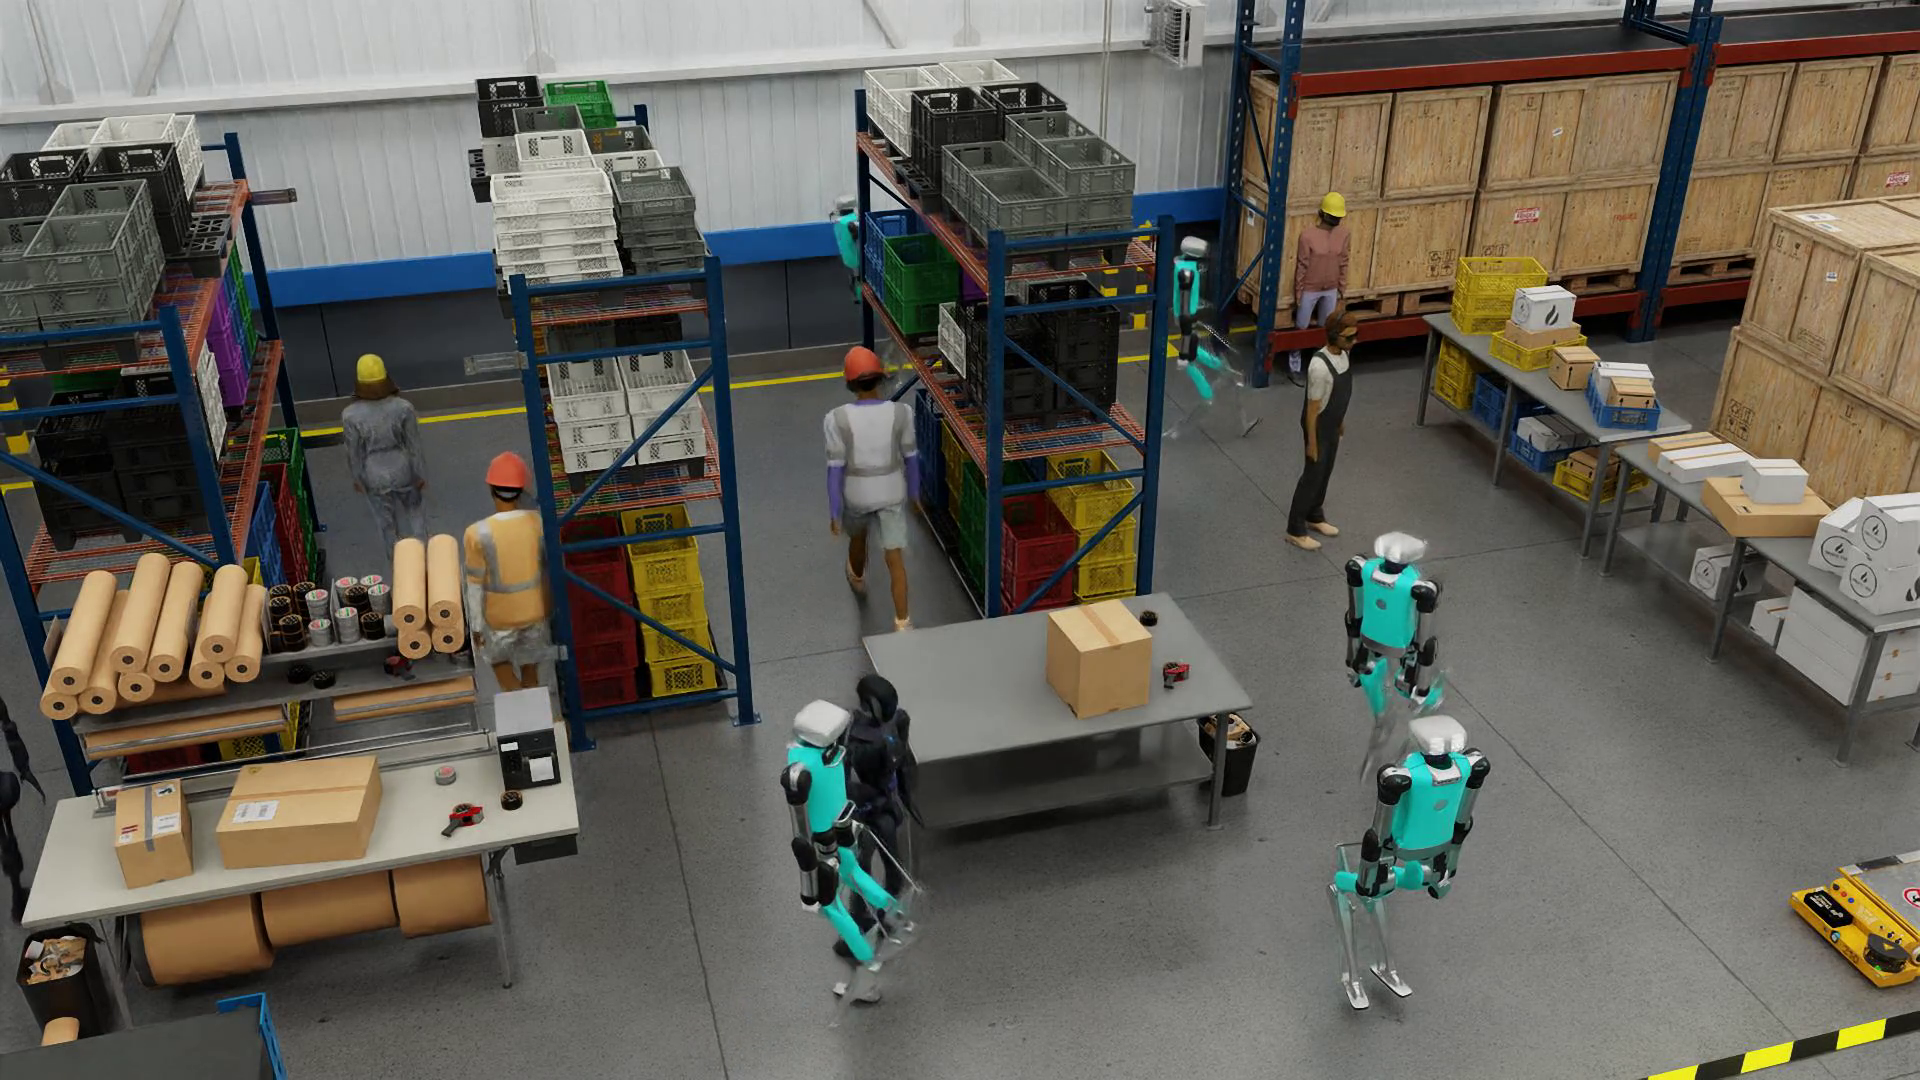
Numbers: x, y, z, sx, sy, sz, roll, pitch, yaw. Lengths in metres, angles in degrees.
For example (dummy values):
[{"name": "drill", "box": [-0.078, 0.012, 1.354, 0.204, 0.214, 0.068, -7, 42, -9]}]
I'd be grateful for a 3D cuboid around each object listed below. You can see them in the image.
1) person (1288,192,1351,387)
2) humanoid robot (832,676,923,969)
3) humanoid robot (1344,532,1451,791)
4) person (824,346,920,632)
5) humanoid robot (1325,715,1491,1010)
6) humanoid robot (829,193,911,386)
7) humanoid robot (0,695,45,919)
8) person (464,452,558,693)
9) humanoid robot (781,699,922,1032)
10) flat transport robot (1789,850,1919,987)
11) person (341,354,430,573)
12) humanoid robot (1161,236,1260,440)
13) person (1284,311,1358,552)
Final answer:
[{"name": "person", "box": [3.174, -2.204, 14.626, 0.522, 1.761, 0.336, -10, 30, -17]}, {"name": "humanoid robot", "box": [-0.434, 1.367, 8.209, 0.336, 1.643, 0.595, 18, 34, 29]}, {"name": "humanoid robot", "box": [2.508, 0.692, 9.408, 0.536, 1.800, 0.802, 24, 37, 37]}, {"name": "person", "box": [-0.567, -0.309, 10.982, 0.626, 1.964, 1.181, -4, 29, -8]}, {"name": "humanoid robot", "box": [2.029, 1.438, 7.880, 0.533, 1.677, 0.735, -8, 30, -15]}, {"name": "humanoid robot", "box": [-0.689, -2.207, 14.672, 0.839, 1.787, 0.609, -14, 32, -24]}, {"name": "humanoid robot", "box": [-5.047, 1.219, 8.479, 0.611, 1.642, 0.335, -11, 31, -19]}, {"name": "person", "box": [-2.560, 0.425, 9.697, 0.563, 1.902, 0.579, -15, 32, -26]}, {"name": "humanoid robot", "box": [-0.448, 1.567, 7.787, 0.671, 1.801, 0.538, 9, 30, 16]}, {"name": "flat transport robot", "box": [5.163, 1.916, 8.676, 1.431, 0.231, 0.659, -8, 30, -14]}, {"name": "person", "box": [-3.961, -0.470, 11.501, 0.492, 1.732, 0.431, -13, 31, -23]}, {"name": "humanoid robot", "box": [2.138, -1.600, 13.562, 0.954, 1.774, 0.544, 4, 29, 7]}, {"name": "person", "box": [2.622, -0.791, 11.980, 0.332, 1.836, 0.504, 19, 34, 30]}]
